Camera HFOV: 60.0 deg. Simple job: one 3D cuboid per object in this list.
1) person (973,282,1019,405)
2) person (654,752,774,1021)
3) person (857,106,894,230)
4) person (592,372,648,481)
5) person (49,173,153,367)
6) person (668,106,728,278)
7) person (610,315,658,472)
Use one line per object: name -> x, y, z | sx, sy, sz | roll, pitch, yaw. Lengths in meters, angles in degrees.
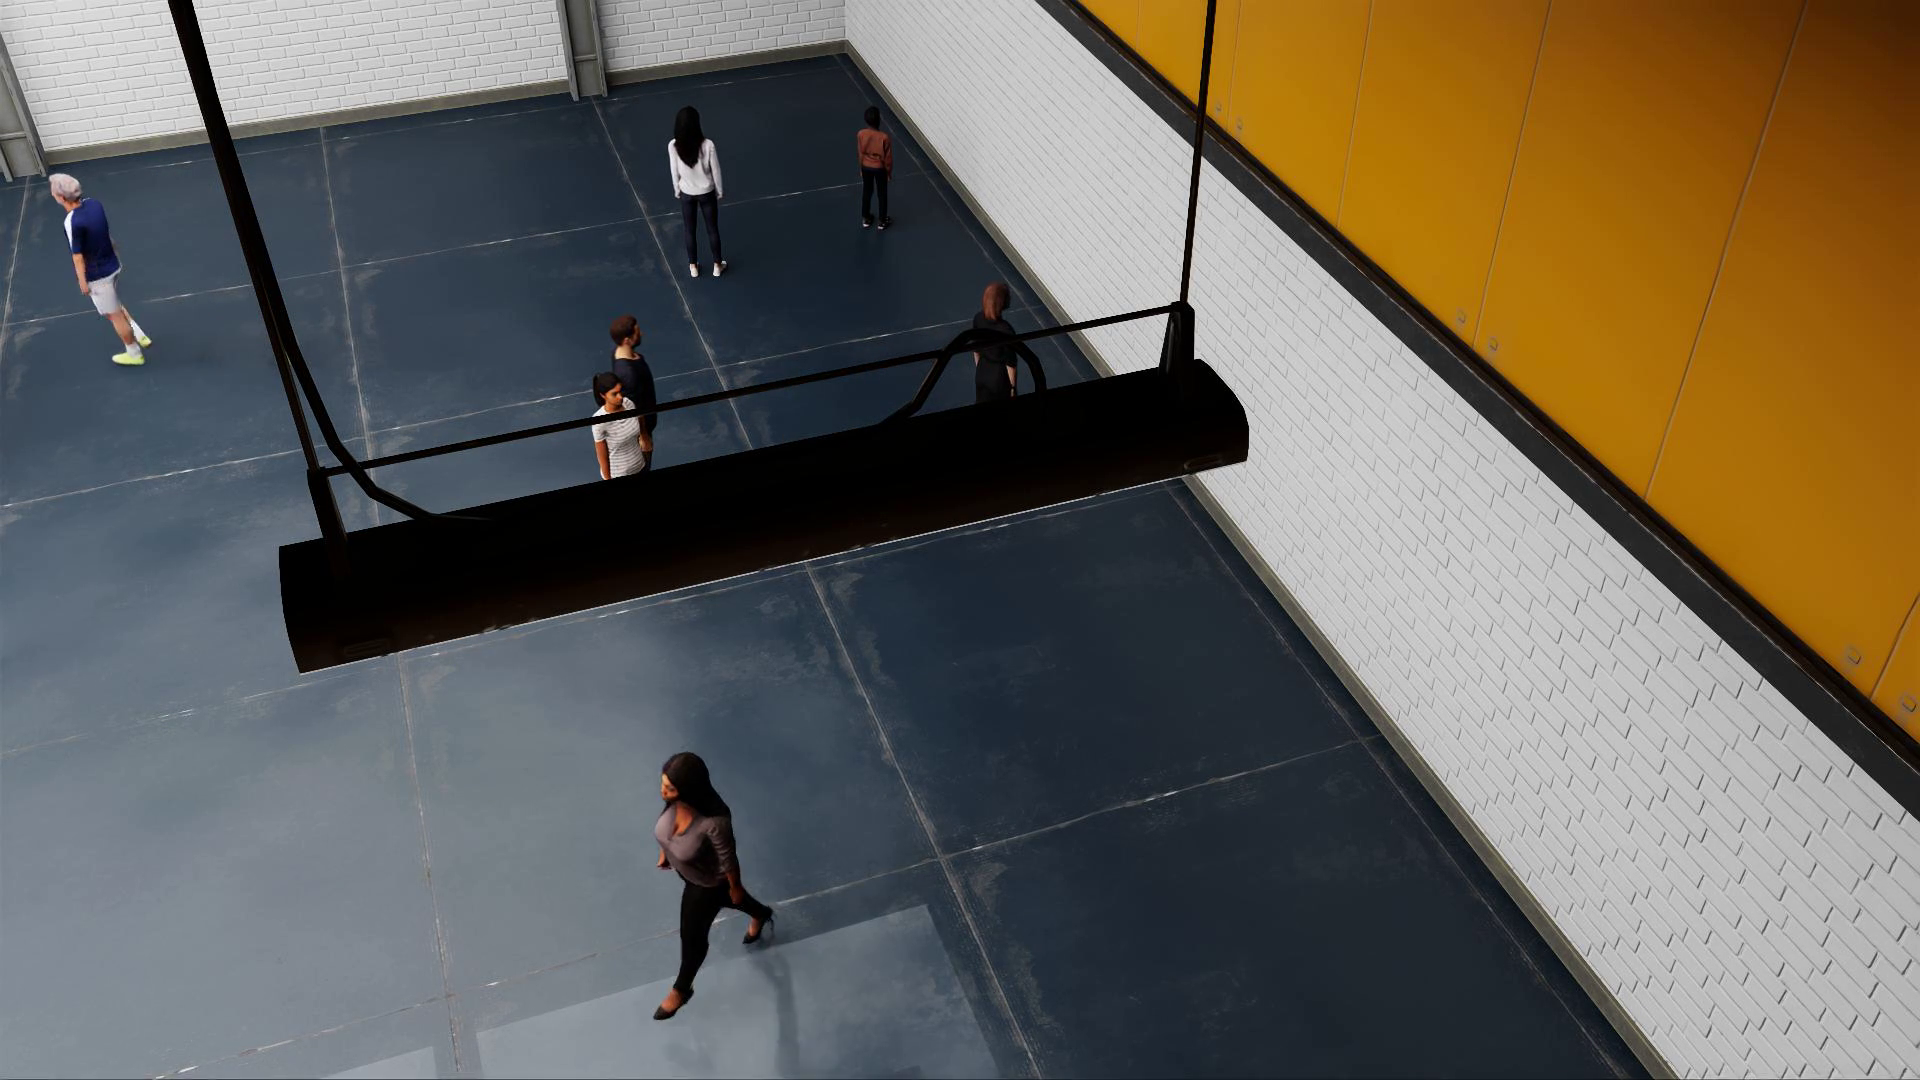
person -> 0.272, -1.250, 13.056 | 0.656, 1.703, 0.640 | 32, 48, 33
person -> -1.329, 1.793, 9.173 | 1.229, 1.794, 0.940 | -28, 46, -30
person -> -0.850, -3.691, 16.473 | 0.571, 1.252, 0.644 | 13, 40, 16
person -> -2.480, -0.525, 12.192 | 0.715, 1.647, 0.636 | 22, 43, 25
person -> -7.302, -2.312, 14.285 | 0.755, 1.830, 0.753 | 1, 39, 1
person -> -2.462, -3.260, 15.575 | 0.612, 1.700, 0.749 | 0, 39, 0
person -> -2.429, -0.857, 12.445 | 0.548, 1.851, 0.636 | -11, 40, -14
